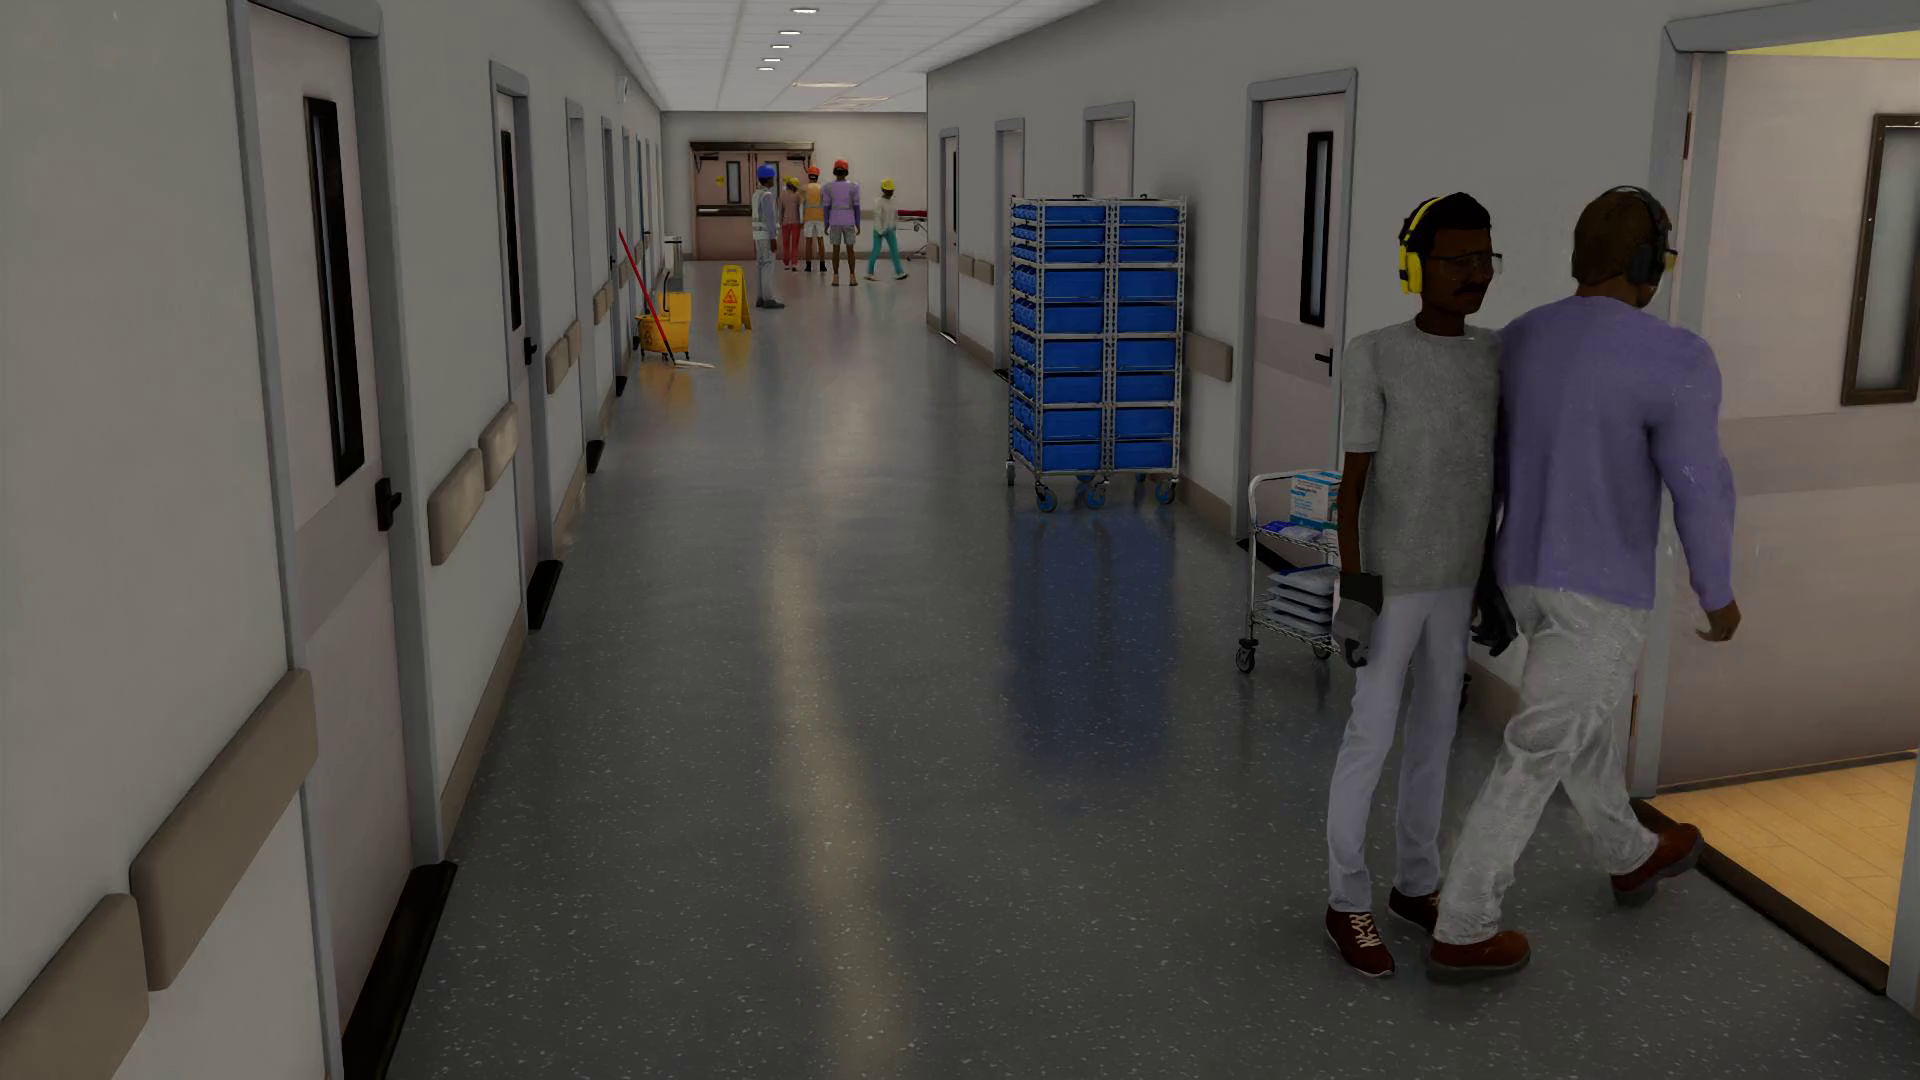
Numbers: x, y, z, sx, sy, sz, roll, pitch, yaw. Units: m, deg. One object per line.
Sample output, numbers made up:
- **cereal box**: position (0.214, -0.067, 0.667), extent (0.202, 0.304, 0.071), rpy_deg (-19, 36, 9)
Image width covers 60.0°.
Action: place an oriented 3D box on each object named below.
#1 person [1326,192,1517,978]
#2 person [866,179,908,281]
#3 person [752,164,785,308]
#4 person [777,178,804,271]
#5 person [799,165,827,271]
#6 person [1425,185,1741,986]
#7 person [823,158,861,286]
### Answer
- **person**: position (1.131, 0.114, 4.022), extent (0.519, 1.873, 0.328), rpy_deg (-6, 14, -25)
- **person**: position (-1.242, -5.212, 28.024), extent (0.944, 1.711, 0.553), rpy_deg (12, 17, 43)
- **person**: position (-2.639, -4.150, 22.796), extent (0.411, 1.941, 0.614), rpy_deg (-6, 14, -24)
- **person**: position (-3.143, -5.868, 30.963), extent (0.520, 1.707, 0.891), rpy_deg (1, 13, 4)
- **person**: position (-2.694, -5.933, 30.727), extent (0.552, 1.937, 0.356), rpy_deg (-1, 13, -5)
- **person**: position (1.537, 0.108, 4.019), extent (1.019, 1.875, 0.619), rpy_deg (-6, 14, -24)
- **person**: position (-1.916, -5.150, 27.012), extent (0.605, 2.045, 0.379), rpy_deg (-1, 13, -2)
